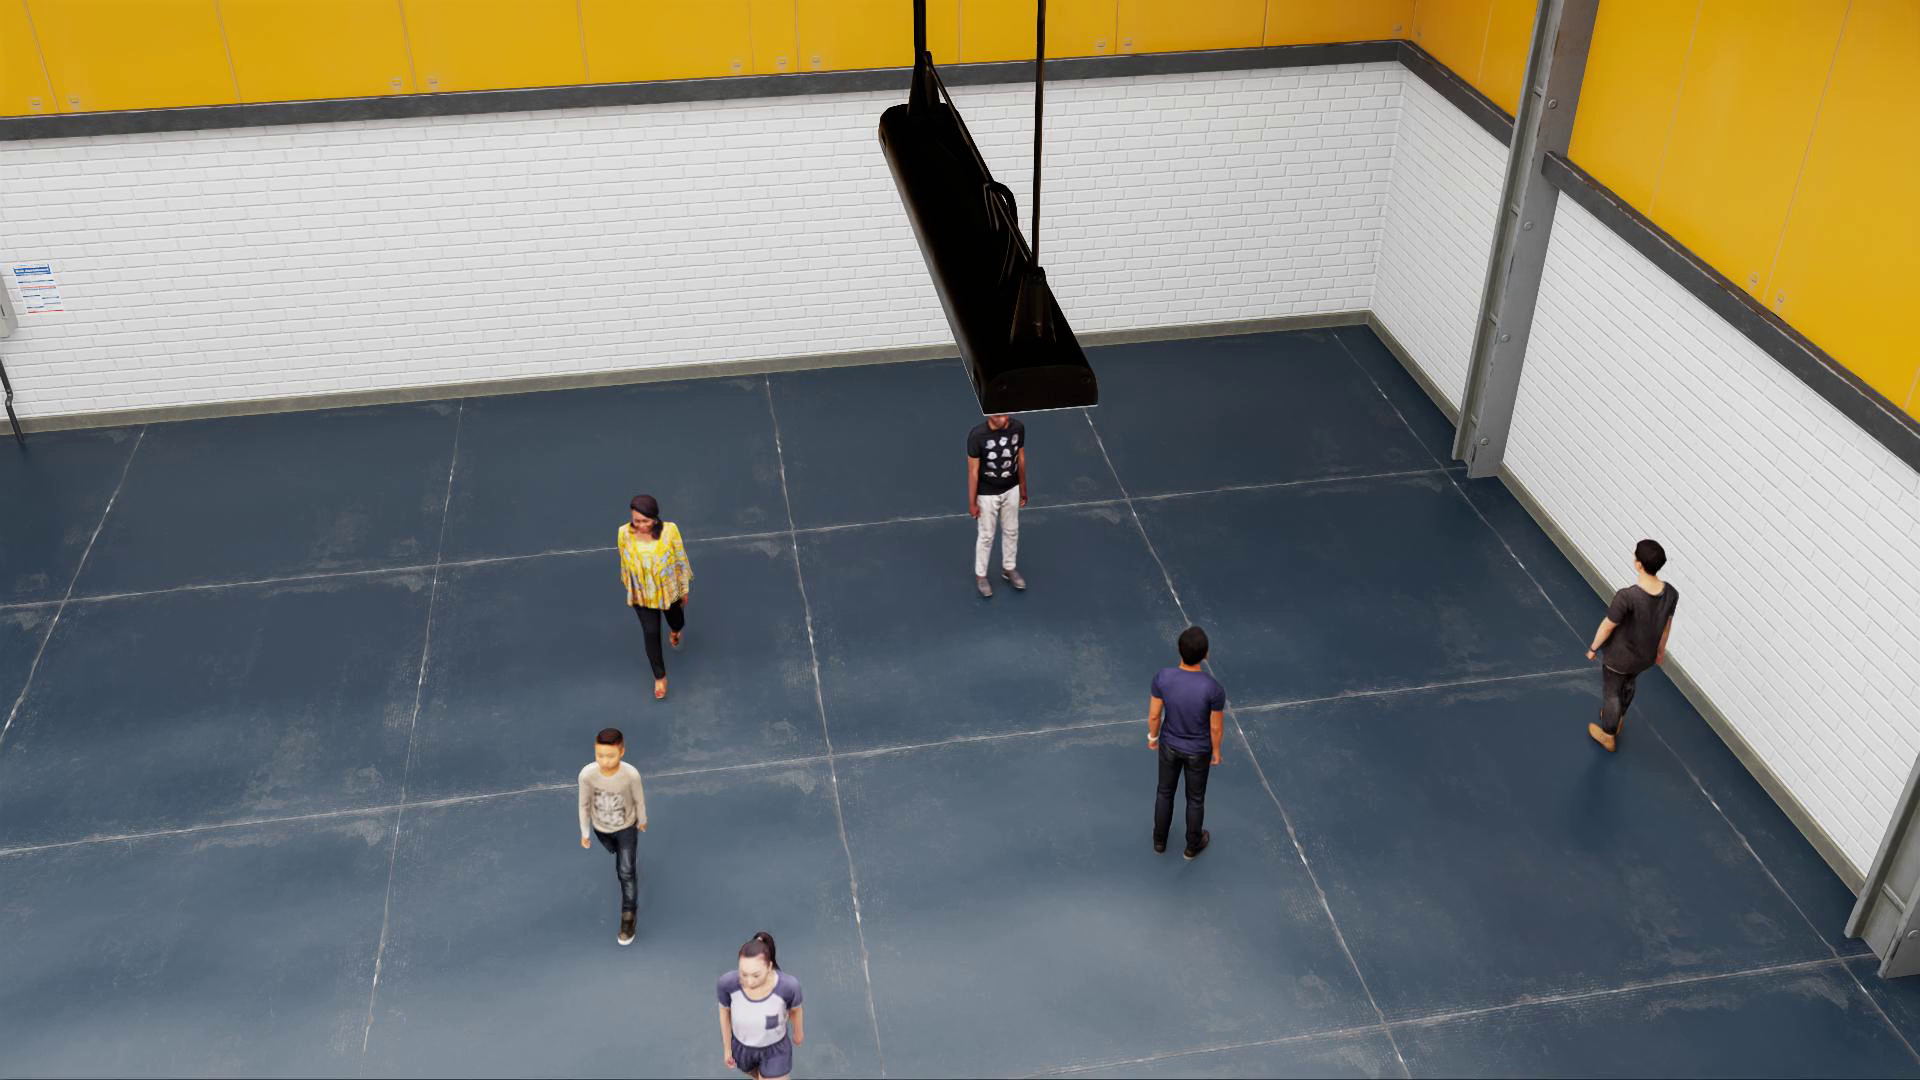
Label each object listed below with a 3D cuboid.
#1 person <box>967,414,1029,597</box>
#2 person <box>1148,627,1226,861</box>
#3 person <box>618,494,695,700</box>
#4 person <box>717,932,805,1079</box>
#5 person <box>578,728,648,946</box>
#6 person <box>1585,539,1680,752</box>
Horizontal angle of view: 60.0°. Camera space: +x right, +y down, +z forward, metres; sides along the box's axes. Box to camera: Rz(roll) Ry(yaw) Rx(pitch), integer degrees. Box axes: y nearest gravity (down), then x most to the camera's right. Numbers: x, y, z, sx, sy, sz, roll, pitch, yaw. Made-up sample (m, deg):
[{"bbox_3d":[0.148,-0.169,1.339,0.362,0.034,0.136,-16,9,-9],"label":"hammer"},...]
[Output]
[{"bbox_3d":[0.293,-0.399,13.303,0.725,1.801,0.701,-14,36,-20],"label":"person"},{"bbox_3d":[1.445,1.323,10.720,0.723,1.793,0.714,12,35,17],"label":"person"},{"bbox_3d":[-2.227,0.337,12.349,0.733,1.632,0.979,-4,34,-5],"label":"person"},{"bbox_3d":[-1.043,2.648,8.894,0.848,1.607,1.133,5,34,7],"label":"person"},{"bbox_3d":[-2.150,1.725,10.430,0.685,1.444,1.046,1,34,1],"label":"person"},{"bbox_3d":[4.719,0.790,11.604,0.639,1.702,0.643,-6,34,-8],"label":"person"}]
